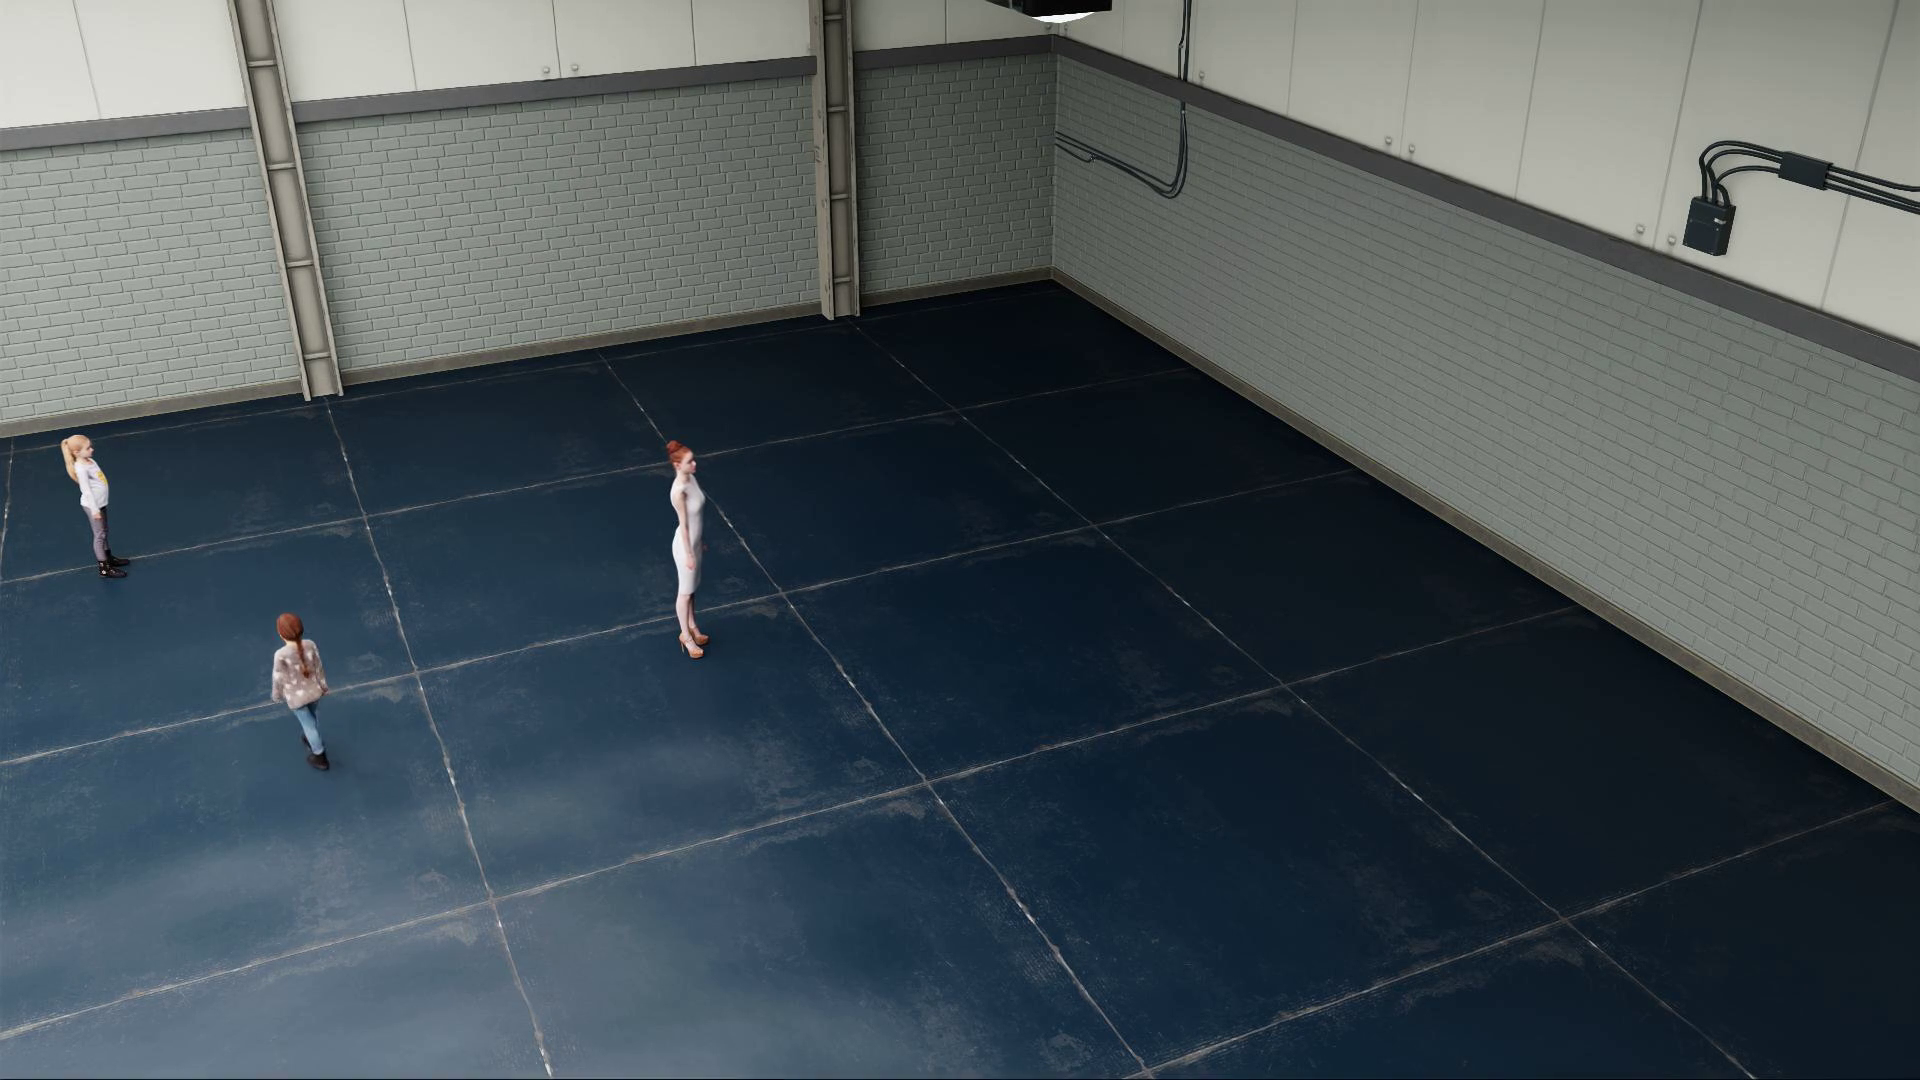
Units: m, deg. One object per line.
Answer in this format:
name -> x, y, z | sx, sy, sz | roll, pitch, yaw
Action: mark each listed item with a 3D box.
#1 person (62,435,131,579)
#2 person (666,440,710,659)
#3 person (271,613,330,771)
person -> -7.337, -0.305, 14.095 | 0.522, 1.279, 0.520 | -8, 28, -15
person -> -2.100, 0.065, 12.817 | 0.646, 1.790, 0.641 | 3, 27, 6
person -> -4.528, 1.073, 11.529 | 0.691, 1.178, 0.684 | 19, 33, 33
